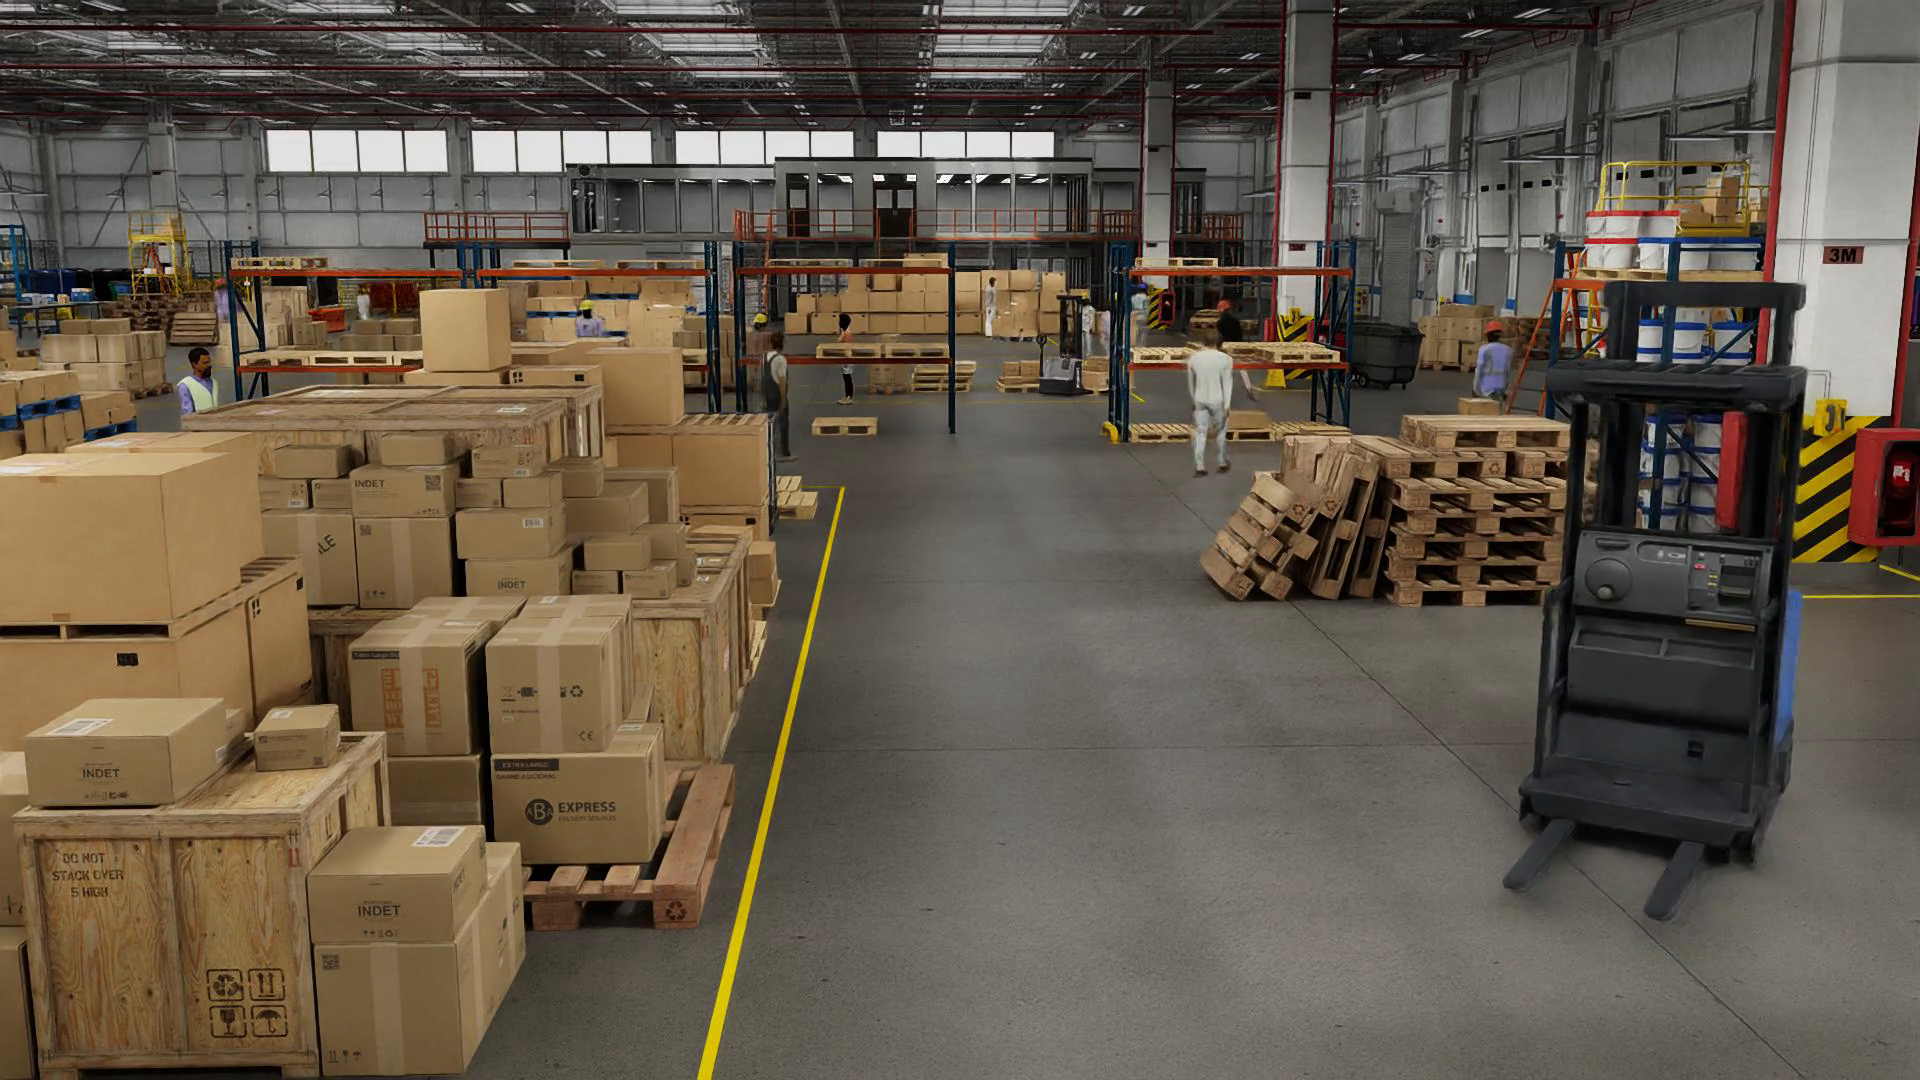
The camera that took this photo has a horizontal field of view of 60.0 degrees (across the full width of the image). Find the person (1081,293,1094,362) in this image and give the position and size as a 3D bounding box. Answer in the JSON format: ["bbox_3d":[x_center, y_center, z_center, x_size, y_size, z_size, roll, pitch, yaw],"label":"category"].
[{"bbox_3d":[3.133,-5.356,41.986,0.489,1.744,0.295,8,13,36],"label":"person"}]

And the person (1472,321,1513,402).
[{"bbox_3d":[7.655,-2.175,23.812,0.605,1.900,0.672,-3,11,-18],"label":"person"}]

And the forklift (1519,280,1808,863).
[{"bbox_3d":[3.870,0.019,8.874,1.129,2.768,1.873,6,12,32],"label":"forklift"}]

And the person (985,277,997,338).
[{"bbox_3d":[0.979,-7.311,52.380,0.368,1.932,0.623,3,11,14],"label":"person"}]

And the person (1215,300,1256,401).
[{"bbox_3d":[5.244,-3.627,31.870,0.651,1.933,1.065,-6,12,-29],"label":"person"}]

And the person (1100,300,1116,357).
[{"bbox_3d":[3.155,-4.125,34.907,0.431,1.841,0.635,1,10,8],"label":"person"}]

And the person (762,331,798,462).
[{"bbox_3d":[-2.568,-1.950,22.790,0.723,1.830,0.529,-10,14,-44],"label":"person"}]

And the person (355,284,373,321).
[{"bbox_3d":[-17.165,-6.471,47.963,0.546,1.832,0.966,7,12,35],"label":"person"}]

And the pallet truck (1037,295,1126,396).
[{"bbox_3d":[2.483,-3.881,33.060,1.885,1.965,0.823,-7,13,-36],"label":"pallet truck"}]

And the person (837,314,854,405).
[{"bbox_3d":[-2.138,-3.364,31.021,0.317,1.696,0.538,-2,10,-13],"label":"person"}]

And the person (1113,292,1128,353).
[{"bbox_3d":[3.496,-4.529,36.909,0.587,1.917,0.411,-3,11,-18],"label":"person"}]

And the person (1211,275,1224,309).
[{"bbox_3d":[10.790,-10.426,69.573,0.651,1.975,0.546,8,13,37],"label":"person"}]

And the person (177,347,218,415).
[{"bbox_3d":[-8.078,-1.093,17.754,0.392,1.919,0.592,1,10,6],"label":"person"}]

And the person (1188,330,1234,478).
[{"bbox_3d":[3.286,-1.770,21.594,0.655,1.897,0.848,6,12,30],"label":"person"}]

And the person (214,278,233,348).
[{"bbox_3d":[-21.266,-6.579,48.124,0.620,1.989,1.018,0,10,2],"label":"person"}]

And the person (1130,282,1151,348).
[{"bbox_3d":[4.977,-6.114,45.704,0.622,1.923,0.573,8,13,39],"label":"person"}]

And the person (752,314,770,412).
[{"bbox_3d":[-3.528,-3.104,29.427,0.409,1.762,0.542,2,10,11],"label":"person"}]

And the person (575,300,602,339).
[{"bbox_3d":[-7.287,-3.714,32.389,0.623,1.897,0.778,3,11,16],"label":"person"}]
